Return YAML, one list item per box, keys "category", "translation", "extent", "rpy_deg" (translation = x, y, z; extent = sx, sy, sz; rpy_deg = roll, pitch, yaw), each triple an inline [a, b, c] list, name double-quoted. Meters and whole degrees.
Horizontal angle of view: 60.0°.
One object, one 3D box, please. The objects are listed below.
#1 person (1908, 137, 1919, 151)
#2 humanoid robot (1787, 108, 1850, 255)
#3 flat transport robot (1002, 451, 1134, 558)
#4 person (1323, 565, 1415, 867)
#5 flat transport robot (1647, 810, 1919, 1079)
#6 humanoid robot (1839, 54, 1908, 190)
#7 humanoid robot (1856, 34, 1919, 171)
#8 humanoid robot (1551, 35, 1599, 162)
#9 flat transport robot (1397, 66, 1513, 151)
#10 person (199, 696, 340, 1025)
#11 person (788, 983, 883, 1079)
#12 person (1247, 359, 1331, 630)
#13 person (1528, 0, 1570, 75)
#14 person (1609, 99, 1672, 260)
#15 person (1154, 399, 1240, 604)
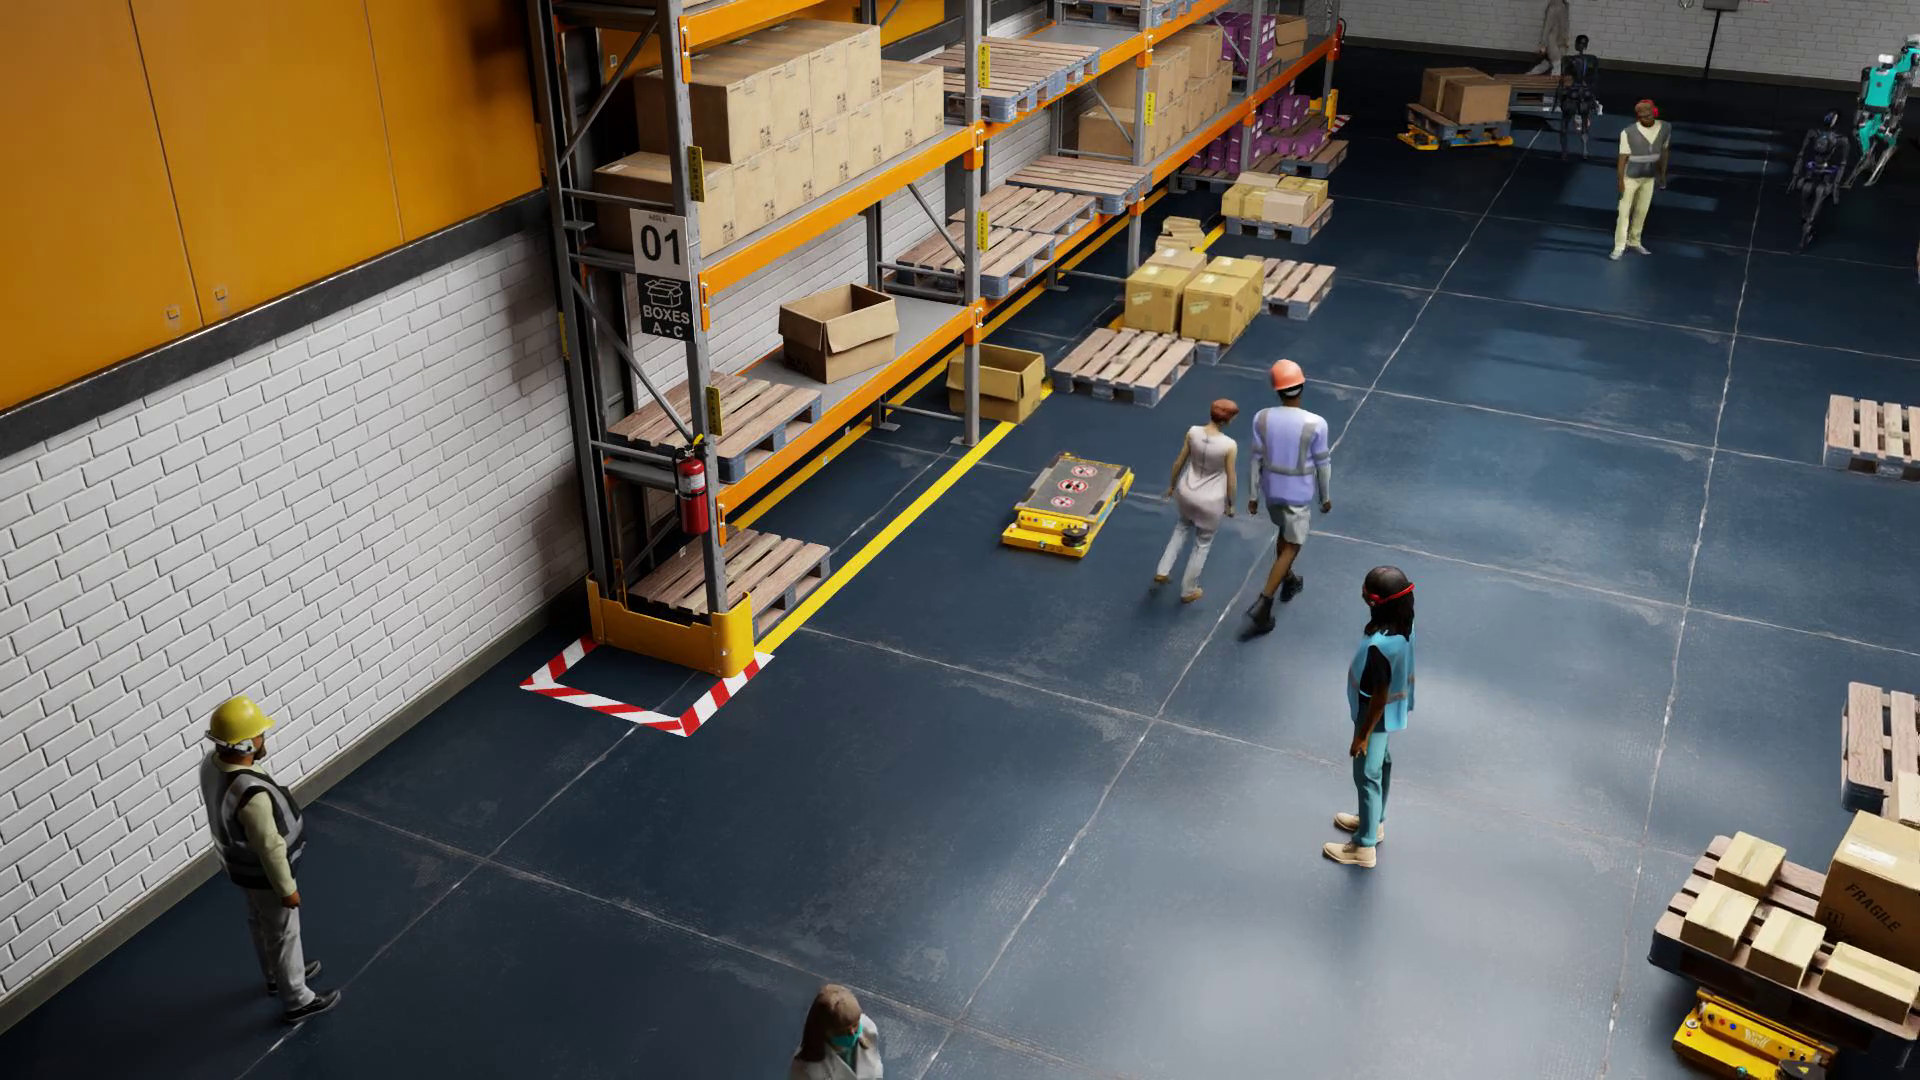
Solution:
- category: "person"
  translation: [13.469, -6.054, 22.319]
  extent: [0.577, 1.819, 0.989]
  rpy_deg: [-10, 30, -17]
- category: "humanoid robot"
  translation: [9.769, -4.087, 18.857]
  extent: [0.718, 1.638, 0.600]
  rpy_deg: [-21, 35, -34]
- category: "flat transport robot"
  translation: [0.884, -0.301, 13.287]
  extent: [0.659, 0.231, 1.431]
  rpy_deg: [10, 30, 19]
- category: "person"
  translation: [2.312, 0.980, 9.227]
  extent: [0.373, 1.865, 0.535]
  rpy_deg: [13, 31, 23]
- category: "flat transport robot"
  translation: [4.217, 2.289, 8.484]
  extent: [0.659, 0.231, 1.431]
  rpy_deg: [21, 35, 34]
- category: "humanoid robot"
  translation: [11.514, -5.231, 20.856]
  extent: [0.963, 1.736, 0.548]
  rpy_deg: [-23, 36, -36]
- category: "humanoid robot"
  translation: [12.063, -5.707, 21.750]
  extent: [0.623, 1.783, 0.531]
  rpy_deg: [5, 29, 10]
- category: "humanoid robot"
  translation: [8.218, -5.845, 22.091]
  extent: [0.610, 1.645, 0.476]
  rpy_deg: [-4, 29, -8]
- category: "flat transport robot"
  translation: [6.901, -5.640, 23.186]
  extent: [1.431, 0.231, 0.659]
  rpy_deg: [-6, 29, -11]
- category: "person"
  translation: [-3.417, 1.571, 8.182]
  extent: [0.403, 1.825, 0.589]
  rpy_deg: [-23, 36, -36]
- category: "person"
  translation: [-0.462, 2.462, 6.737]
  extent: [0.522, 1.607, 0.886]
  rpy_deg: [-22, 35, -35]
- category: "person"
  translation: [2.251, -0.319, 11.622]
  extent: [0.571, 1.883, 0.885]
  rpy_deg: [20, 34, 32]
- category: "person"
  translation: [8.885, -7.511, 25.054]
  extent: [0.905, 1.797, 0.511]
  rpy_deg: [22, 35, 34]
- category: "person"
  translation: [7.594, -4.043, 18.608]
  extent: [0.643, 1.809, 0.399]
  rpy_deg: [-5, 29, -9]
- category: "person"
  translation: [1.721, -0.293, 11.840]
  extent: [0.527, 1.631, 0.356]
  rpy_deg: [22, 35, 34]
